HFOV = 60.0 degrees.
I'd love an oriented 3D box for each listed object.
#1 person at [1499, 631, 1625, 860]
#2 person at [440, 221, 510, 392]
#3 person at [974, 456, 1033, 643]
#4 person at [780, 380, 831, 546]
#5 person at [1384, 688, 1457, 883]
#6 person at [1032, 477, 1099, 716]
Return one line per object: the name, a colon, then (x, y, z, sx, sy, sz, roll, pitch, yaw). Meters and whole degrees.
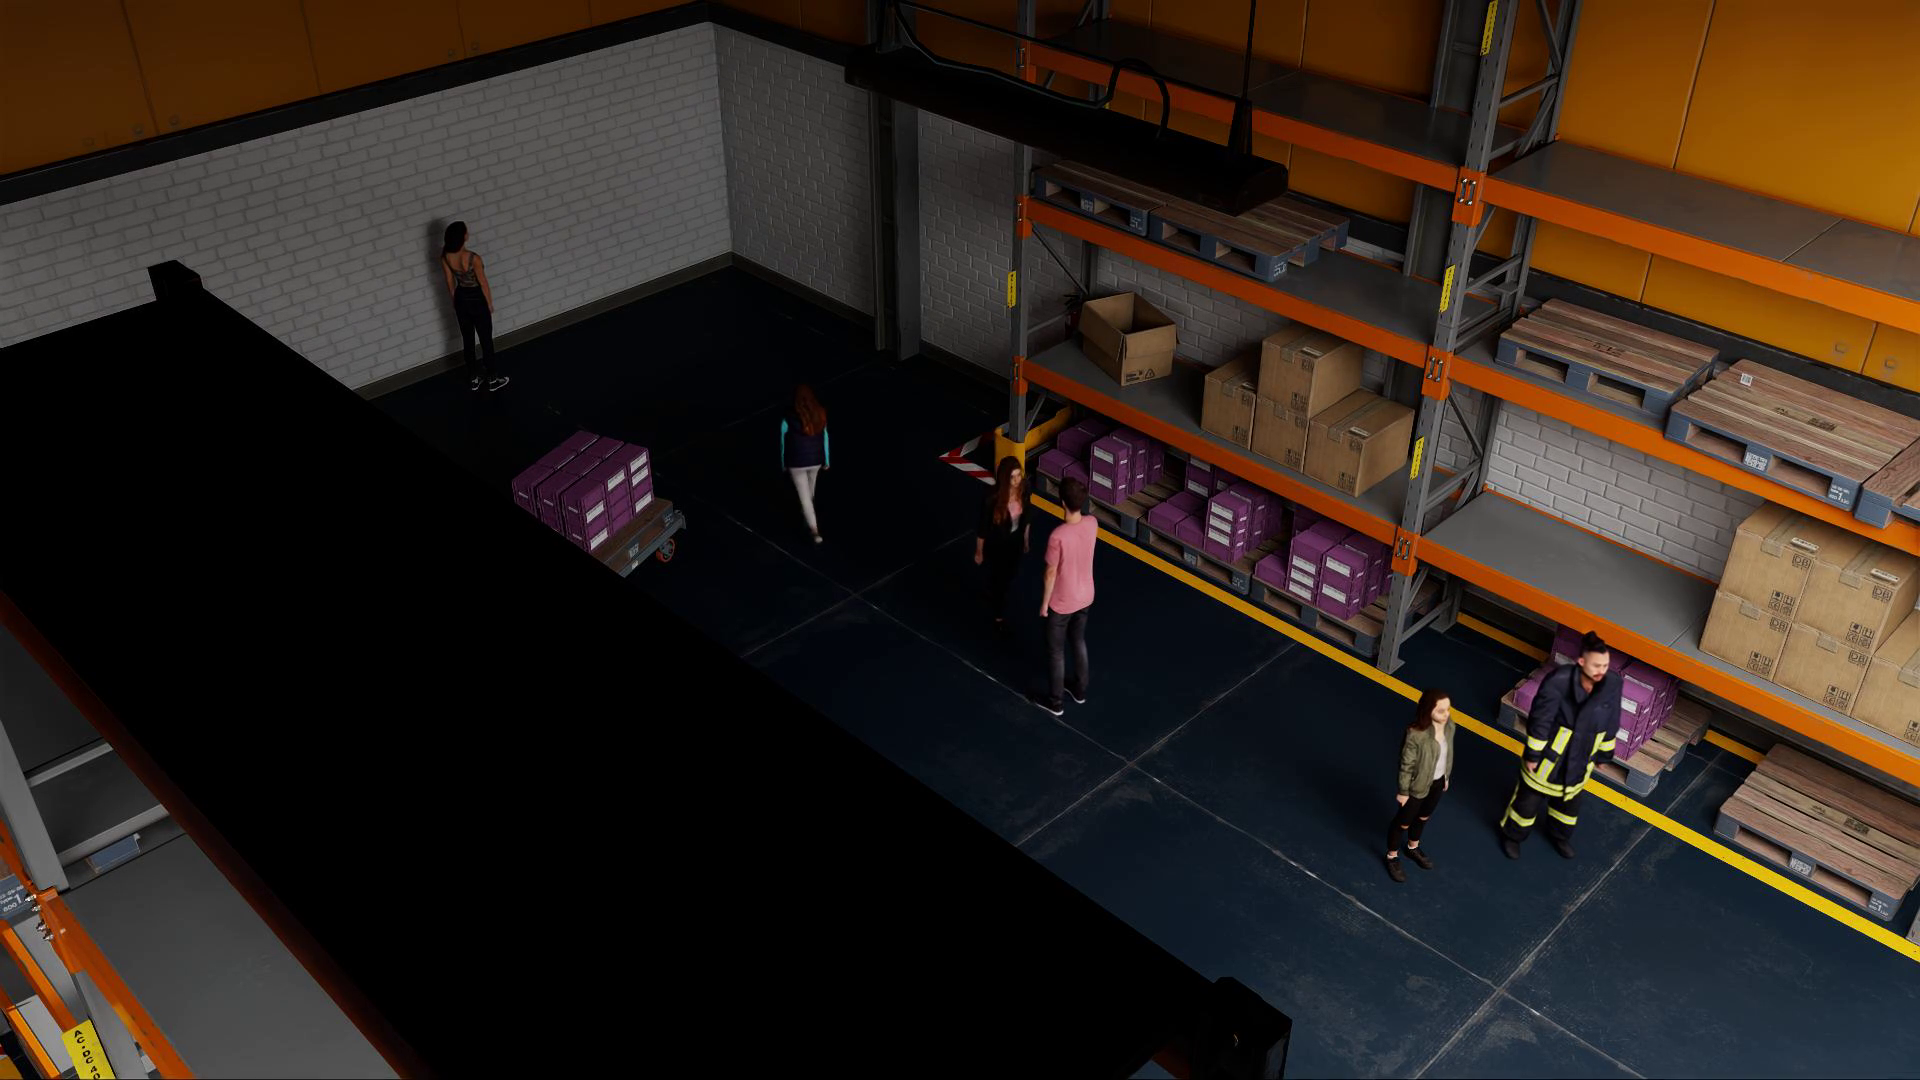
person: (3.961, 1.340, 10.906, 0.882, 1.856, 0.939, 0, 34, -1)
person: (-4.842, -2.316, 16.484, 0.639, 1.769, 0.753, 9, 35, 13)
person: (0.307, -0.011, 13.106, 0.722, 1.670, 0.929, -21, 39, -28)
person: (-1.312, -0.644, 14.239, 0.830, 1.469, 1.064, -12, 35, -18)
person: (3.024, 1.579, 10.889, 0.630, 1.476, 0.598, -17, 37, -24)
person: (0.803, 0.421, 12.196, 0.635, 1.958, 0.561, -26, 41, -33)
